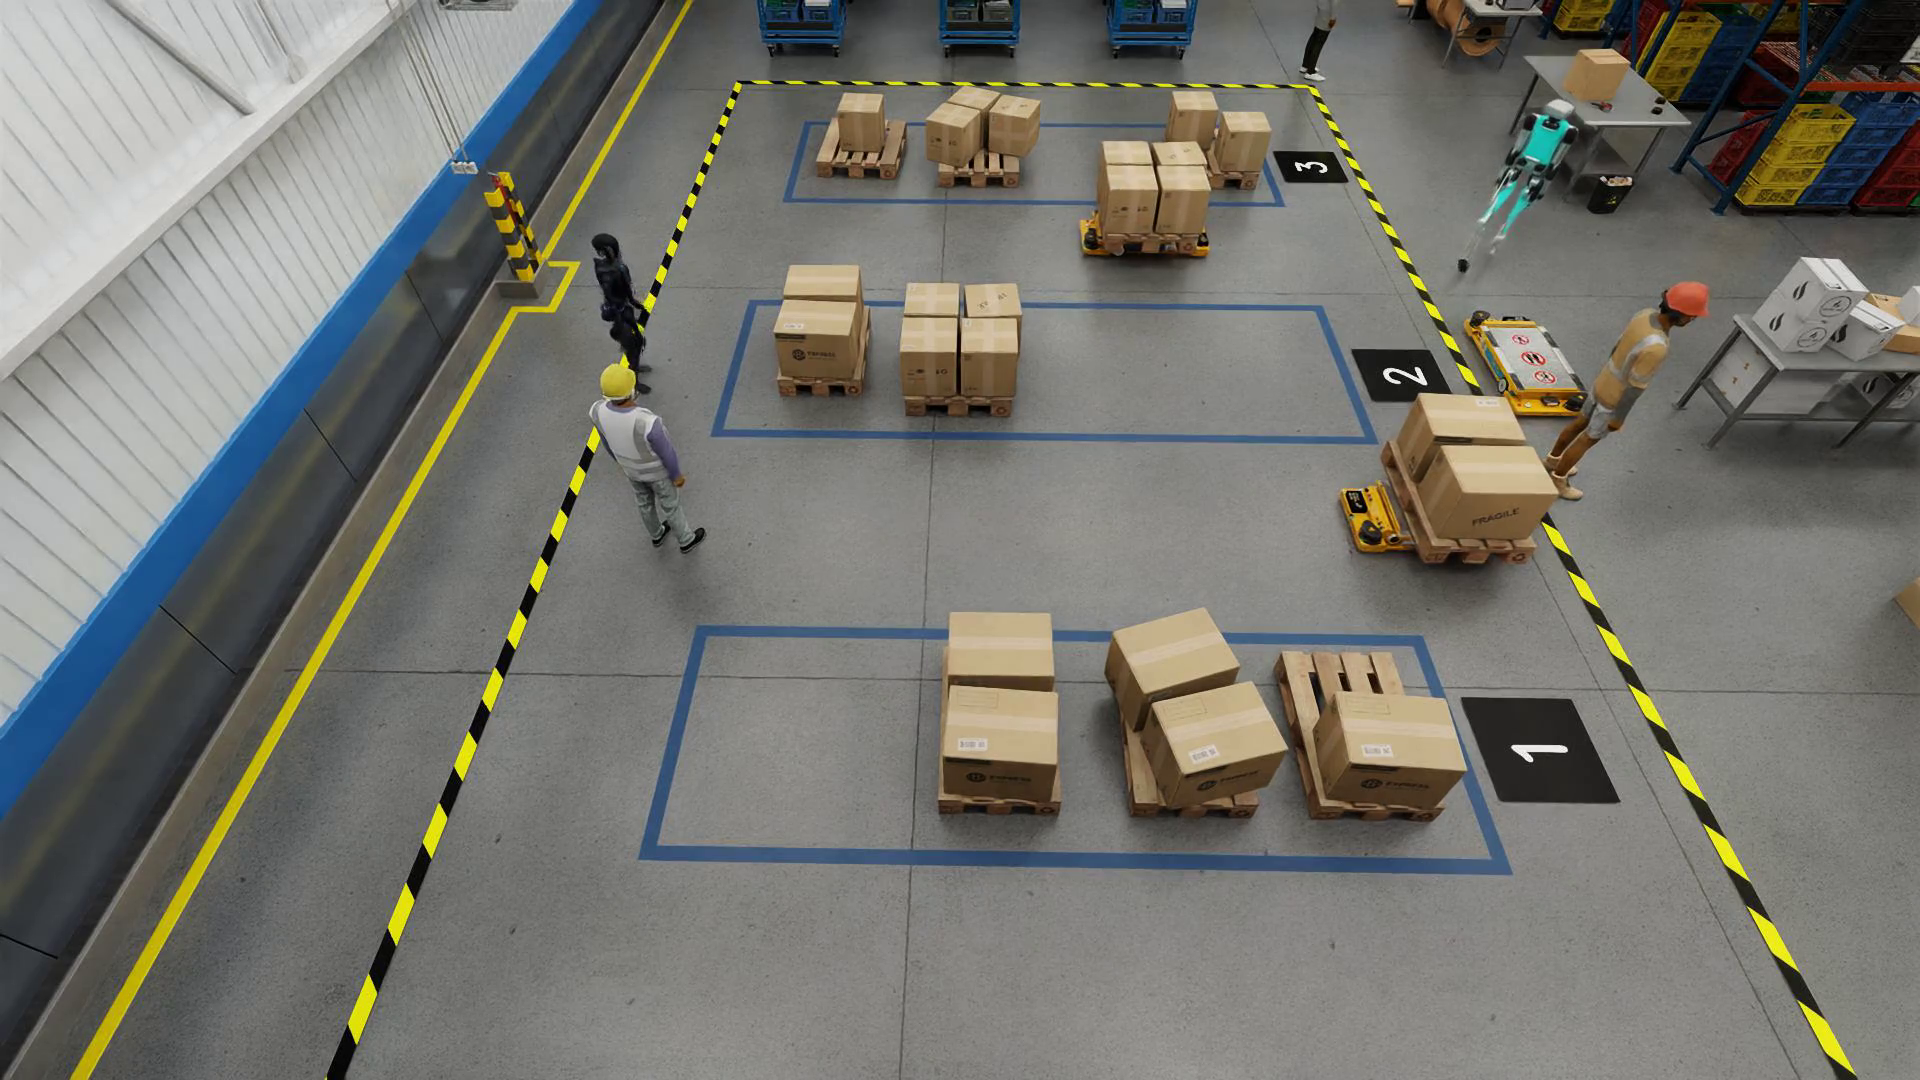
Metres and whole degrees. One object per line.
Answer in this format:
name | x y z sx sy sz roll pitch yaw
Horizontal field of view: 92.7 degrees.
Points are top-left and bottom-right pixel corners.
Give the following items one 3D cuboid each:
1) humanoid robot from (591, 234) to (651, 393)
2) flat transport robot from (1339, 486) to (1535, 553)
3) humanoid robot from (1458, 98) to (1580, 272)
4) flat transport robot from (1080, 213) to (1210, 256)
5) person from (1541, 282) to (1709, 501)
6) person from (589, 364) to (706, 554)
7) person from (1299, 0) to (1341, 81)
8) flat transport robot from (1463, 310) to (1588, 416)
humanoid robot | -3.120 -2.073 8.393 0.401 1.640 0.604 -5 49 -4
flat transport robot | 4.004 -0.203 7.691 1.431 0.197 0.652 1 49 1
humanoid robot | 5.858 -3.670 9.776 1.015 1.783 0.529 -36 58 -27
flat transport robot | 2.130 -3.555 10.592 1.431 0.197 0.652 1 49 1
person | 5.313 -1.183 7.385 0.372 2.040 0.613 14 50 11
person | -2.381 -0.593 7.009 0.597 1.836 0.404 15 51 12
person | 5.258 -7.548 13.018 0.373 1.852 0.597 0 49 0
flat transport robot | 5.573 -1.757 9.054 0.659 0.231 1.431 1 49 1
